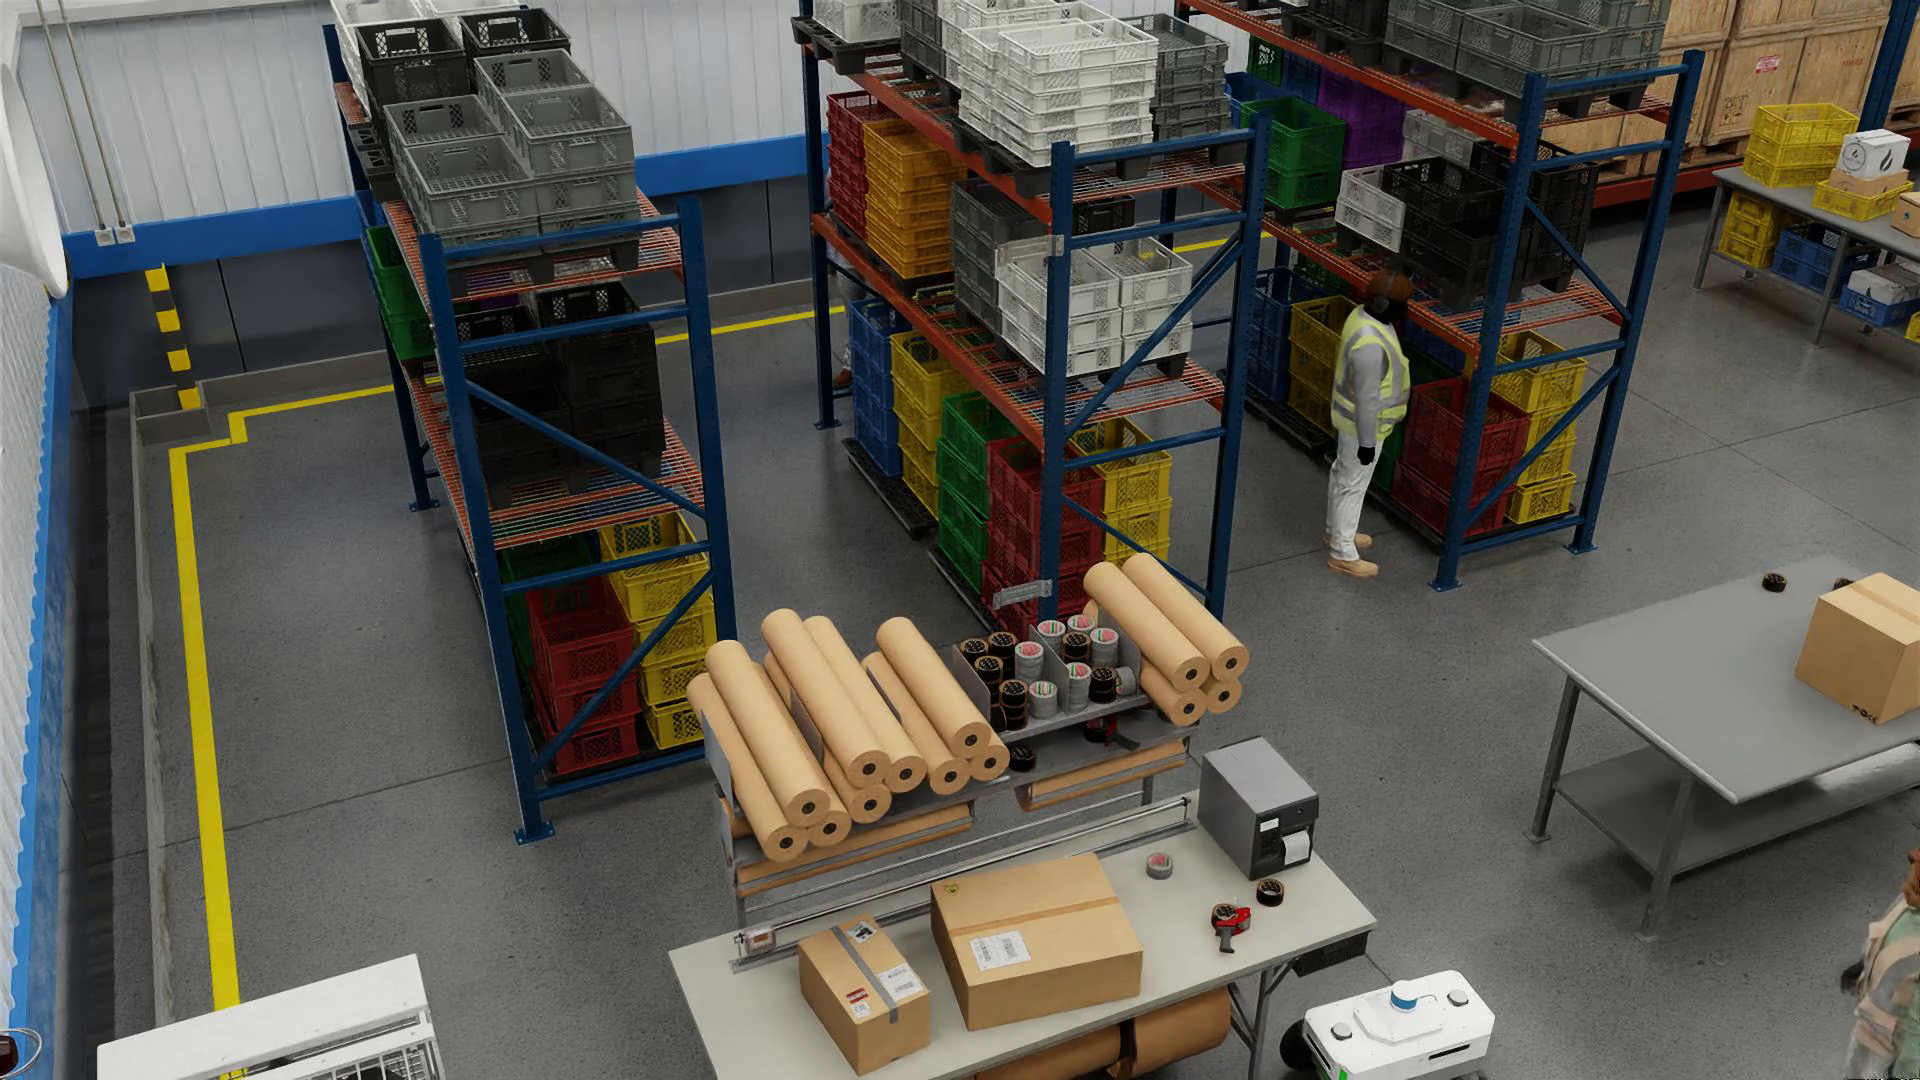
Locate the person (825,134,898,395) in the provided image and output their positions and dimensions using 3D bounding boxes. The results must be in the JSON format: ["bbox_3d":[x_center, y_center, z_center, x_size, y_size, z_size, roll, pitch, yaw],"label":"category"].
[{"bbox_3d":[-0.641,-1.925,11.492,0.629,1.940,0.378,15,35,23],"label":"person"}]

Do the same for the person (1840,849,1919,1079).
[{"bbox_3d":[3.282,1.716,5.869,0.319,1.627,0.560,9,33,14],"label":"person"}]

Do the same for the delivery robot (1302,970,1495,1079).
[{"bbox_3d":[1.702,1.920,6.470,0.707,0.478,0.477,-10,33,-16],"label":"delivery robot"}]

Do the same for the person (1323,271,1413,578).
[{"bbox_3d":[2.338,-0.678,9.565,0.429,1.837,0.621,5,32,8],"label":"person"}]

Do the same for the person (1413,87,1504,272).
[{"bbox_3d":[3.949,-2.876,13.160,0.584,1.802,1.057,-12,34,-19],"label":"person"}]
